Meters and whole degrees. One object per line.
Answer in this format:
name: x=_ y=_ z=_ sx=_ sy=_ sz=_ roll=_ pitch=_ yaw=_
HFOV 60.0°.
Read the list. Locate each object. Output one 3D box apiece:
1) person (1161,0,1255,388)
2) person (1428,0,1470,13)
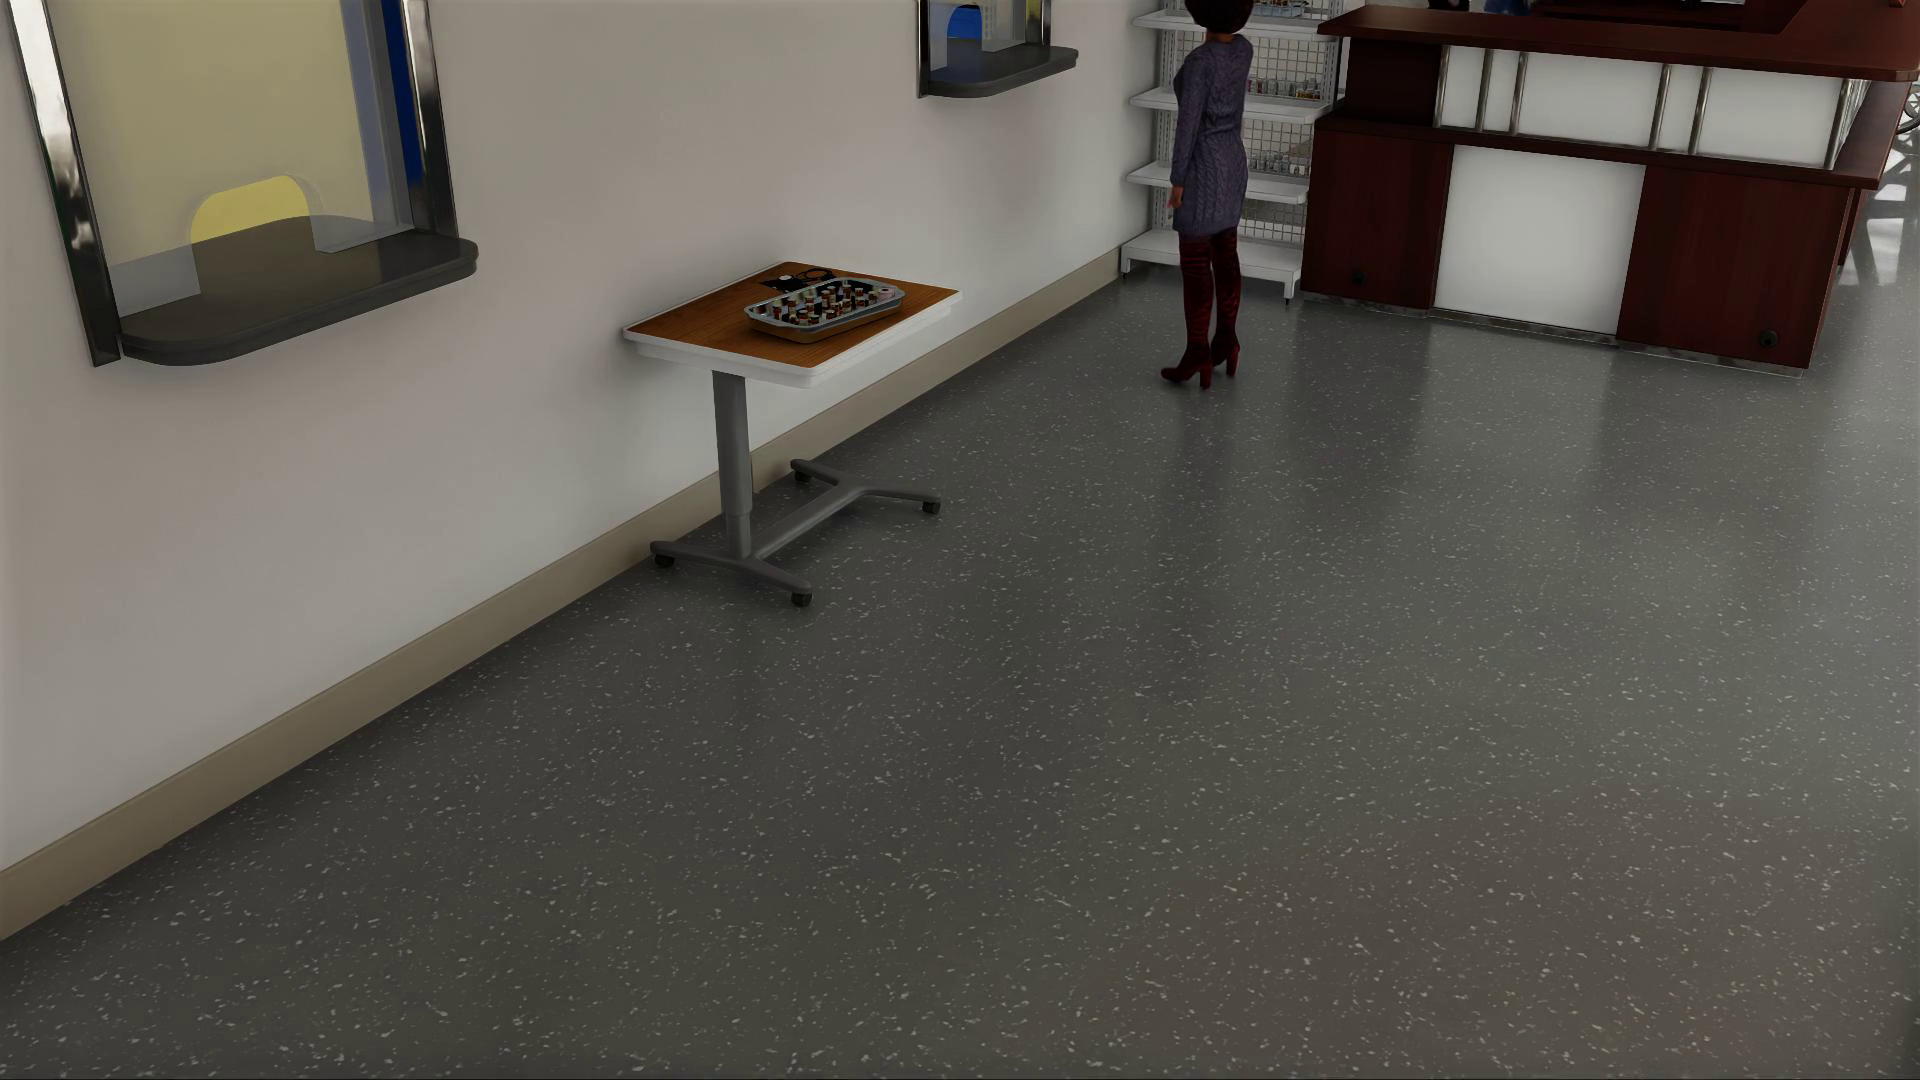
person: x=1.040 y=-1.483 z=6.827 sx=0.619 sy=1.708 sz=0.593 roll=-23 pitch=34 yaw=-40
person: x=3.536 y=-4.103 z=12.226 sx=0.835 sy=1.738 sz=0.793 roll=-1 pitch=26 yaw=-1
